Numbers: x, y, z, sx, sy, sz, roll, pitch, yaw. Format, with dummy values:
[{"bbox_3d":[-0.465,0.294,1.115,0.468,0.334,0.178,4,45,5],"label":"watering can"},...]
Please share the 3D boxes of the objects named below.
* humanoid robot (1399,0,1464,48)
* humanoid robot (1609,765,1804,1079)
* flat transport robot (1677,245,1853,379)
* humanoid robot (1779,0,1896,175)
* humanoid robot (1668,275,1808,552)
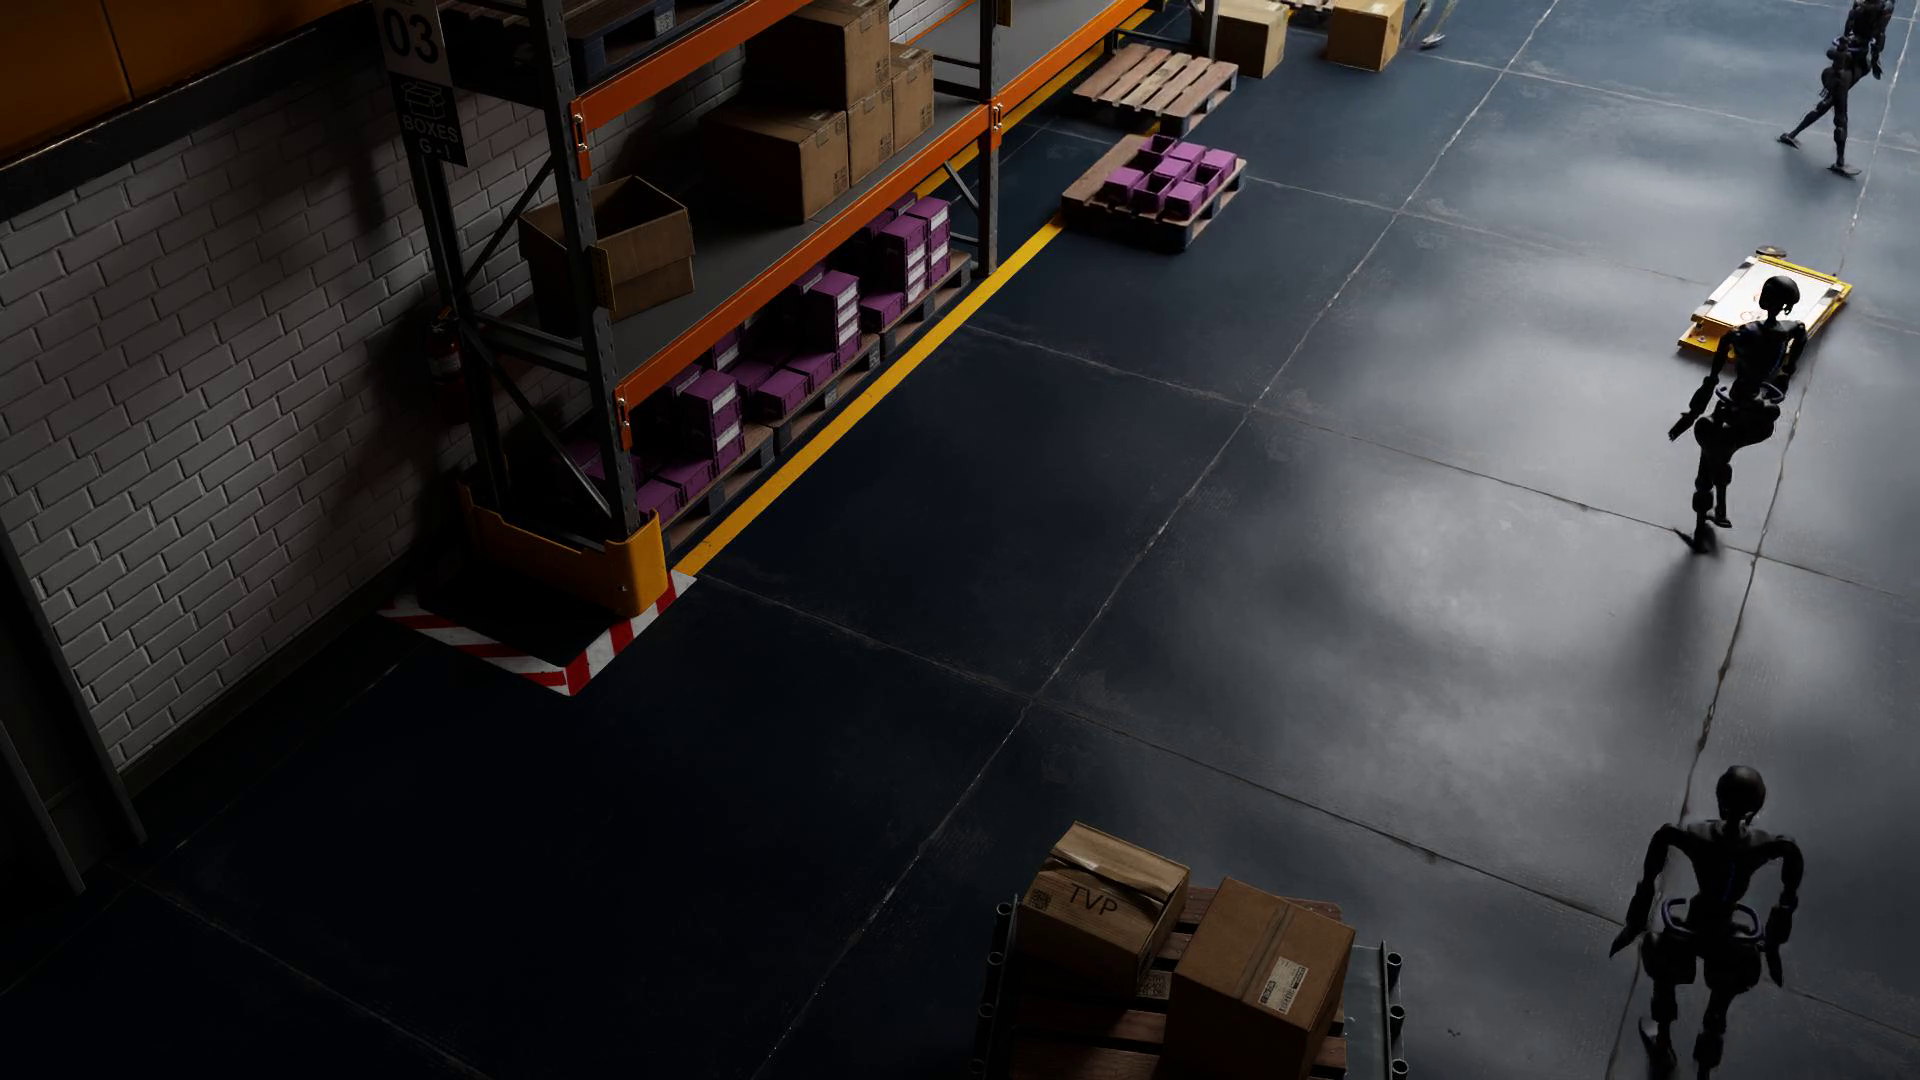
[{"bbox_3d":[4.213,-5.097,14.457,0.753,1.832,0.545,-22,44,-26],"label":"humanoid robot"},{"bbox_3d":[2.789,1.535,6.187,0.611,1.636,0.568,6,39,7],"label":"humanoid robot"},{"bbox_3d":[5.419,-1.540,11.144,0.659,0.231,1.431,28,46,30],"label":"flat transport robot"},{"bbox_3d":[6.821,-3.657,12.714,0.591,1.637,0.789,-22,44,-25],"label":"humanoid robot"},{"bbox_3d":[4.158,-0.677,8.942,0.592,1.650,0.343,-9,40,-11],"label":"humanoid robot"}]
